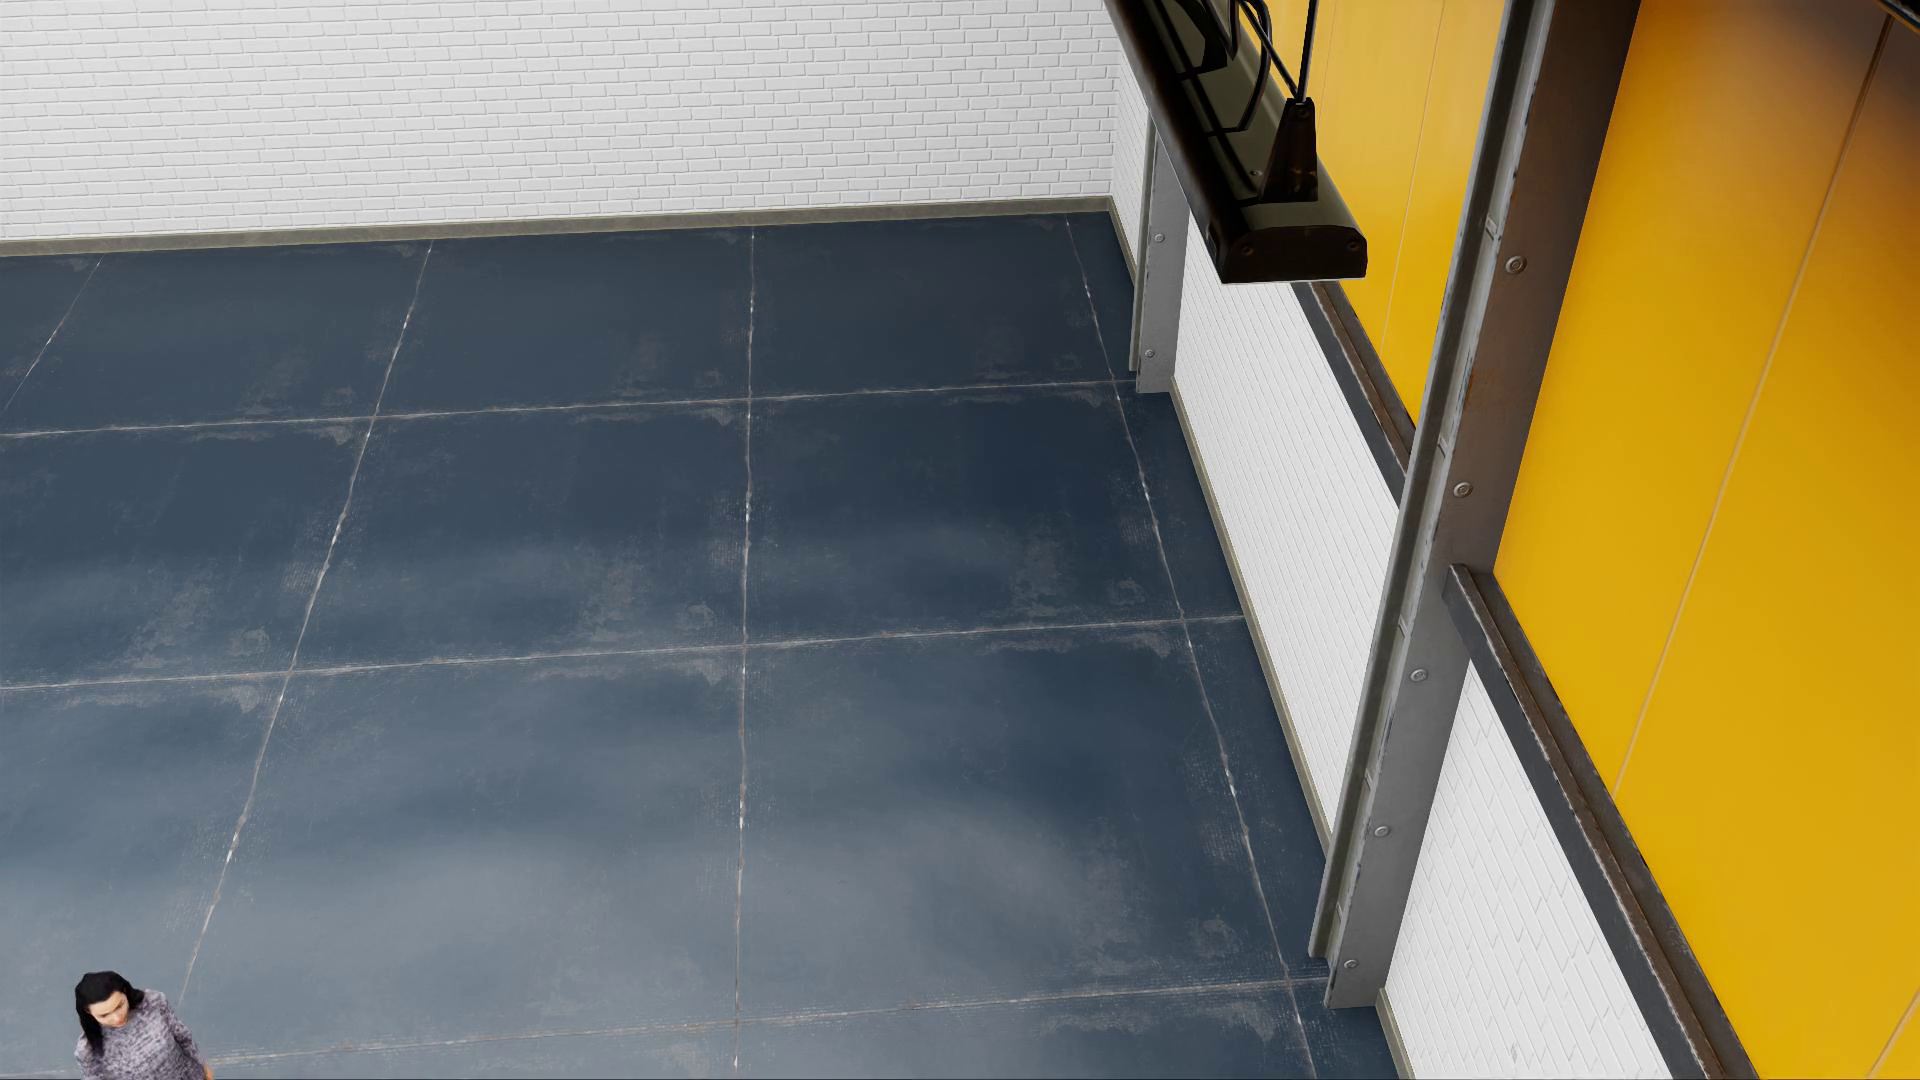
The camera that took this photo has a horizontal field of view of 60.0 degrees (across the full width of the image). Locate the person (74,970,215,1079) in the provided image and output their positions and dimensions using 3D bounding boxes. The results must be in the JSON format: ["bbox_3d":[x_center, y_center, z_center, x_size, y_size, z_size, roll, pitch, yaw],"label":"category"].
[{"bbox_3d":[-3.712,2.485,7.629,0.878,1.714,0.818,27,46,29],"label":"person"}]
